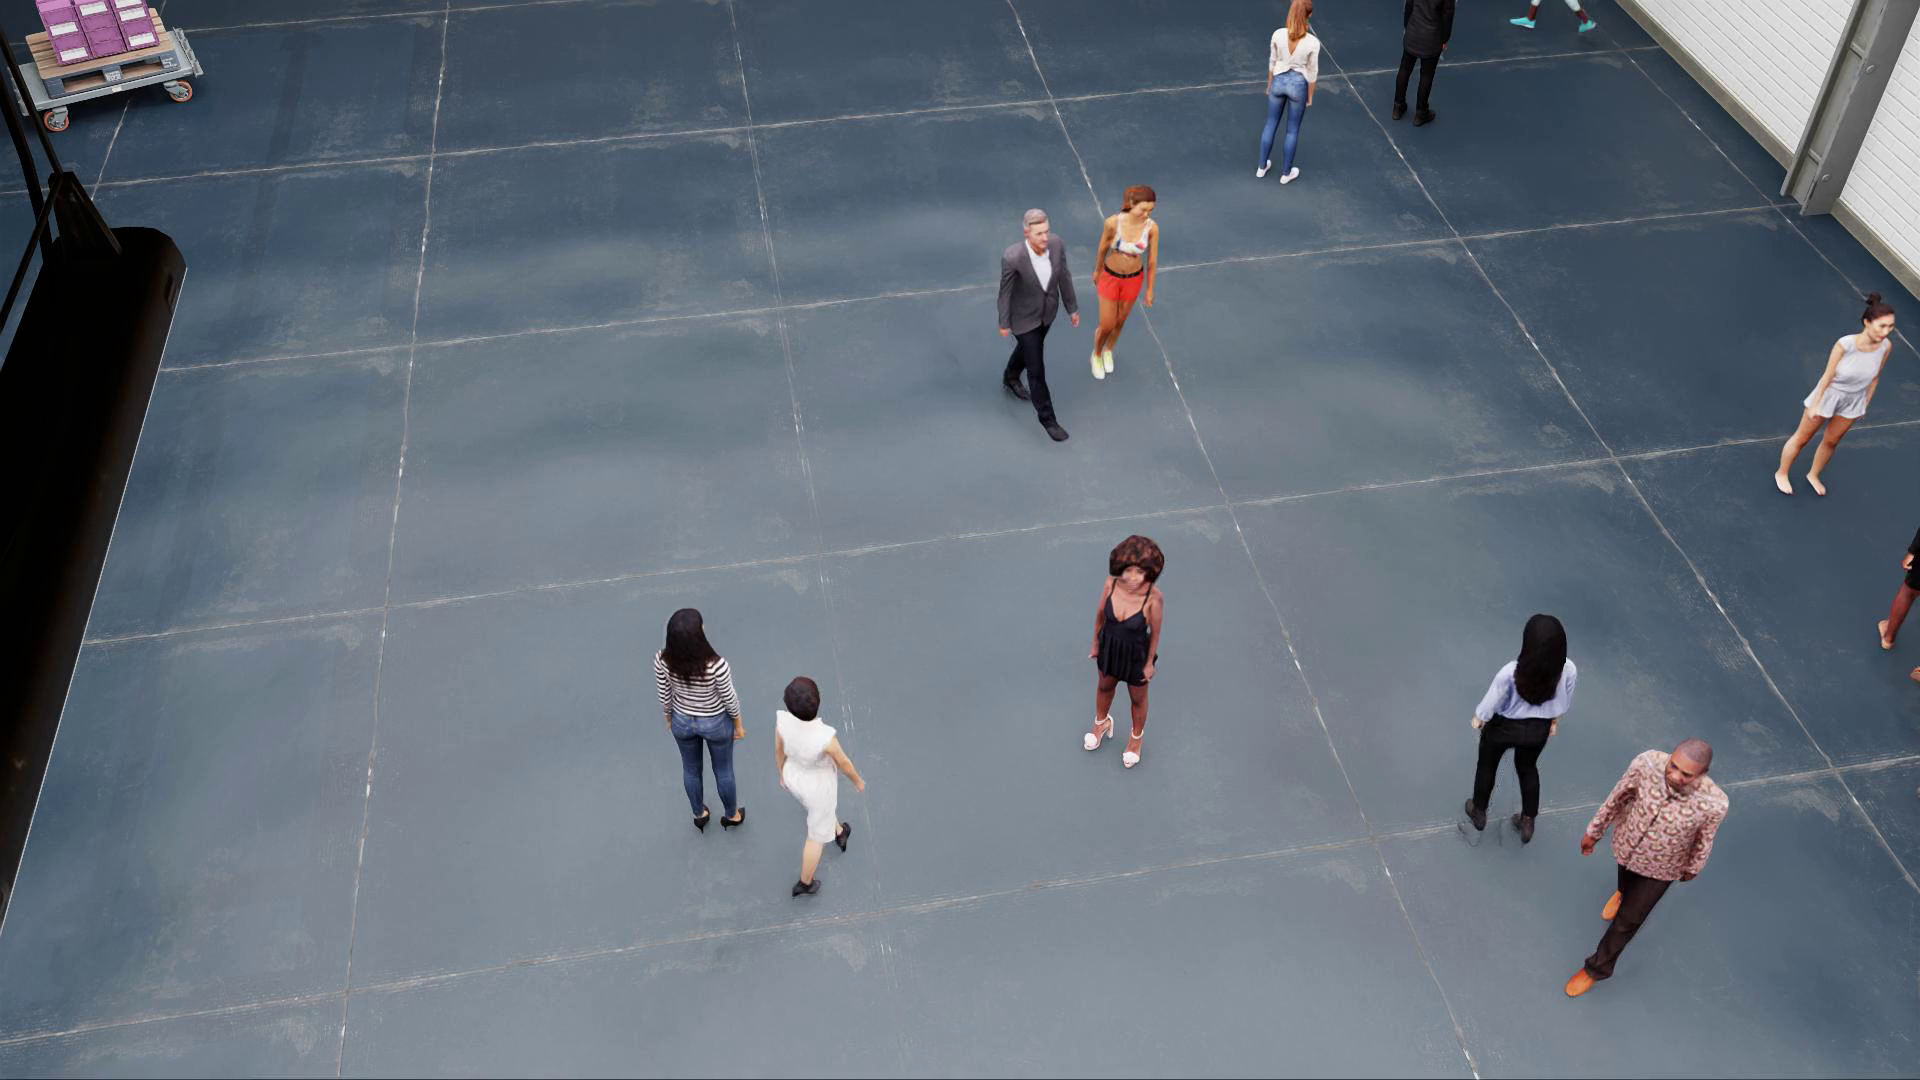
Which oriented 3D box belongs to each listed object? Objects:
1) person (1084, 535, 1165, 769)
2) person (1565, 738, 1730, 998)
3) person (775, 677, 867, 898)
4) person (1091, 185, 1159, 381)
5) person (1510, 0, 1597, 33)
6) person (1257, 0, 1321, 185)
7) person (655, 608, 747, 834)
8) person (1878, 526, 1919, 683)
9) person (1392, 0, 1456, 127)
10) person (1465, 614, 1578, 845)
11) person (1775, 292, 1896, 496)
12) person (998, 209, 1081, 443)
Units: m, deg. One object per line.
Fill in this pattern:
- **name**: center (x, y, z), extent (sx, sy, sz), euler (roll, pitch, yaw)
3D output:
- **person**: center (0.981, 0.665, 9.822), extent (0.658, 1.787, 0.709), euler (23, 48, 22)
- **person**: center (3.711, 1.595, 8.867), extent (1.171, 1.757, 1.235), euler (-32, 52, -29)
- **person**: center (-0.862, 1.417, 9.231), extent (0.884, 1.513, 0.950), euler (27, 50, 25)
- **person**: center (1.201, -1.990, 12.634), extent (0.673, 1.752, 0.722), euler (8, 44, 9)
- **person**: center (6.150, -5.876, 16.762), extent (1.042, 1.684, 1.096), euler (19, 47, 19)
- **person**: center (2.918, -3.988, 14.752), extent (0.677, 1.724, 0.707), euler (20, 47, 20)
- **person**: center (-1.461, 1.048, 9.413), extent (0.646, 1.796, 0.588), euler (5, 44, 6)
- **person**: center (6.169, 0.173, 10.396), extent (0.880, 1.707, 1.051), euler (10, 45, 11)
- **person**: center (4.333, -4.724, 15.485), extent (0.712, 1.778, 0.786), euler (30, 51, 28)
- **person**: center (3.144, 1.113, 9.389), extent (0.689, 1.734, 0.614), euler (-1, 44, -1)
- **person**: center (6.177, -1.011, 11.709), extent (0.597, 1.610, 0.578), euler (-1, 44, -1)
- **person**: center (0.501, -1.693, 12.293), extent (1.075, 1.792, 1.302), euler (-27, 50, -25)
